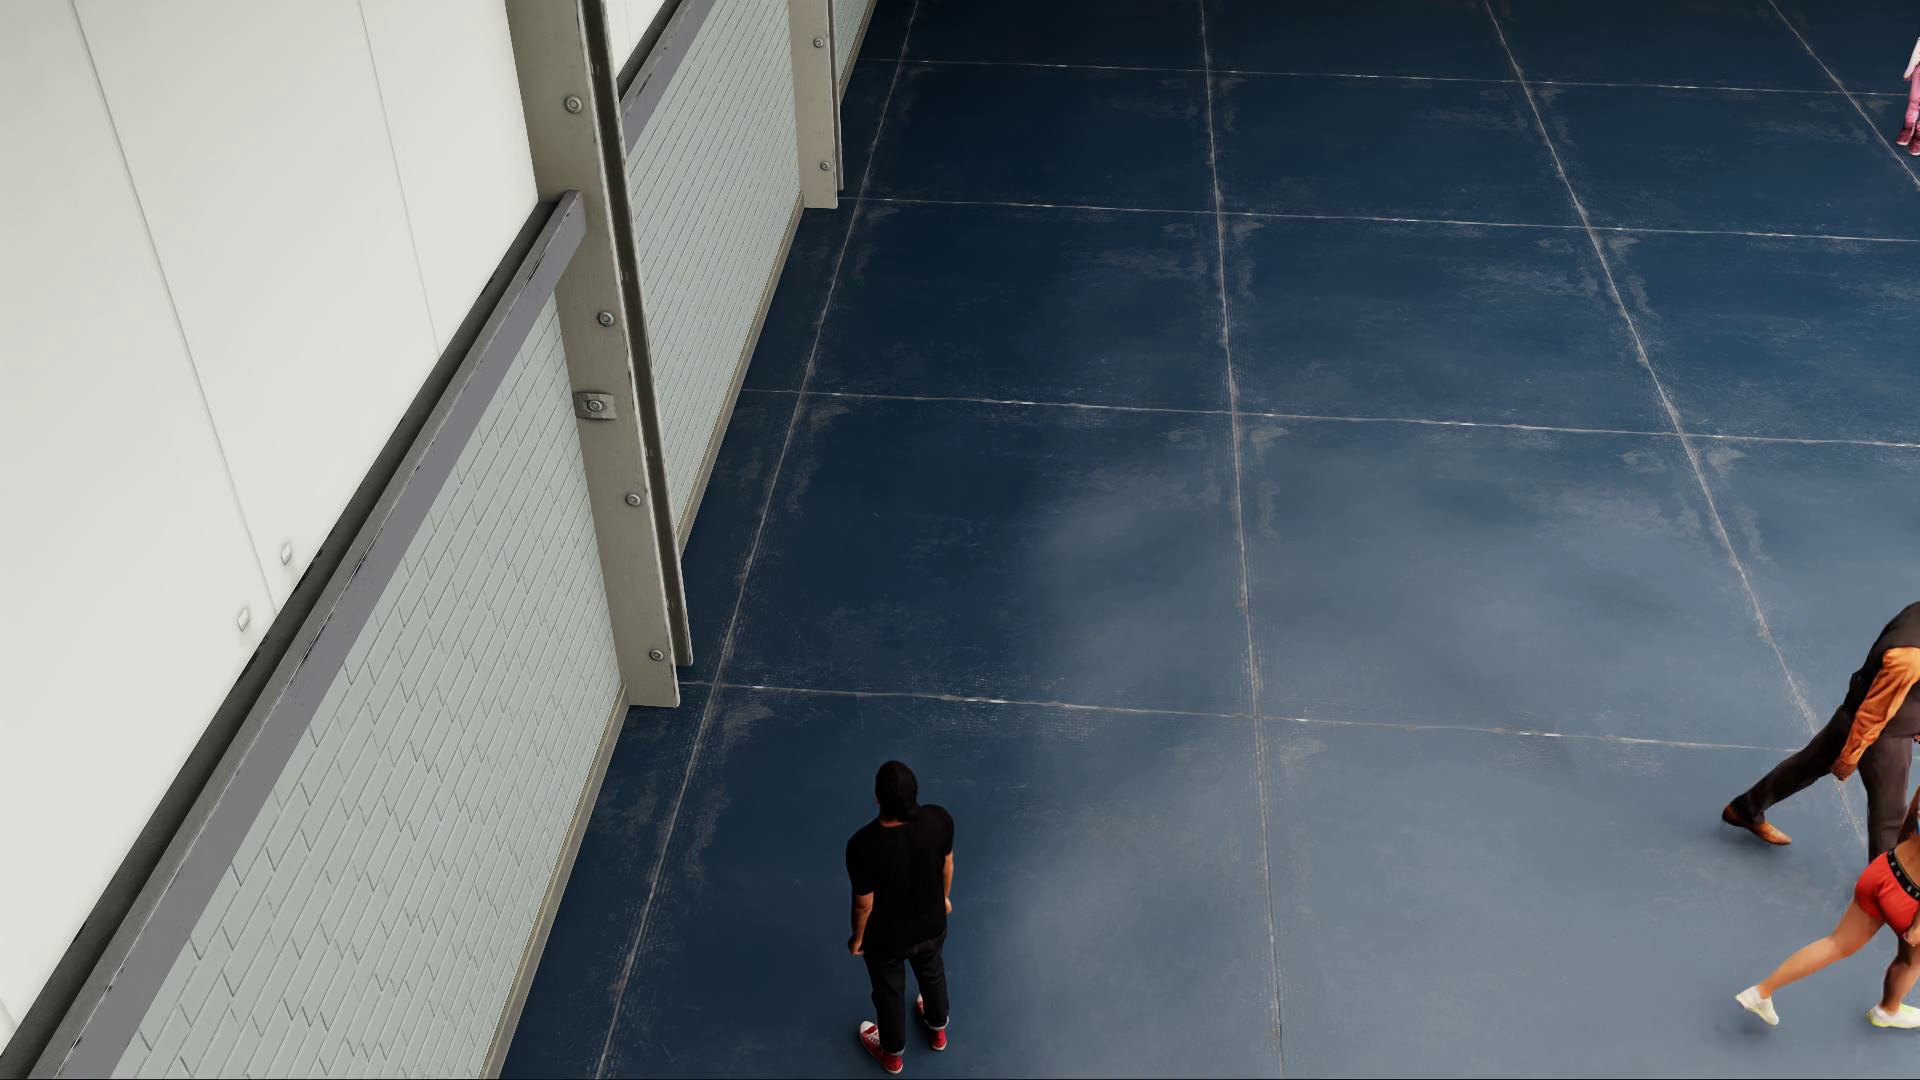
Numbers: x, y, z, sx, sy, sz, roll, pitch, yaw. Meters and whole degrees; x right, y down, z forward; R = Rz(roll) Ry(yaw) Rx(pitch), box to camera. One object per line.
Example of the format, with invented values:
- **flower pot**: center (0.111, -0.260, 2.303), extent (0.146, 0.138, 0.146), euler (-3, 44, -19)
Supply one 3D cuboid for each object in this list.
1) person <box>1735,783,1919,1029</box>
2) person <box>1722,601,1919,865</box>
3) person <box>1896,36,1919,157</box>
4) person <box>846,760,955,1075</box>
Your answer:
- **person**: center (3.861, 1.497, 6.976), extent (0.758, 1.755, 1.097), euler (-3, 38, -3)
- **person**: center (4.147, 0.840, 7.732), extent (1.171, 1.859, 1.296), euler (24, 44, 27)
- **person**: center (8.451, -4.111, 14.408), extent (0.741, 1.431, 0.835), euler (21, 43, 24)
- **person**: center (-0.236, 1.563, 6.891), extent (0.723, 1.758, 0.748), euler (-19, 42, -23)
